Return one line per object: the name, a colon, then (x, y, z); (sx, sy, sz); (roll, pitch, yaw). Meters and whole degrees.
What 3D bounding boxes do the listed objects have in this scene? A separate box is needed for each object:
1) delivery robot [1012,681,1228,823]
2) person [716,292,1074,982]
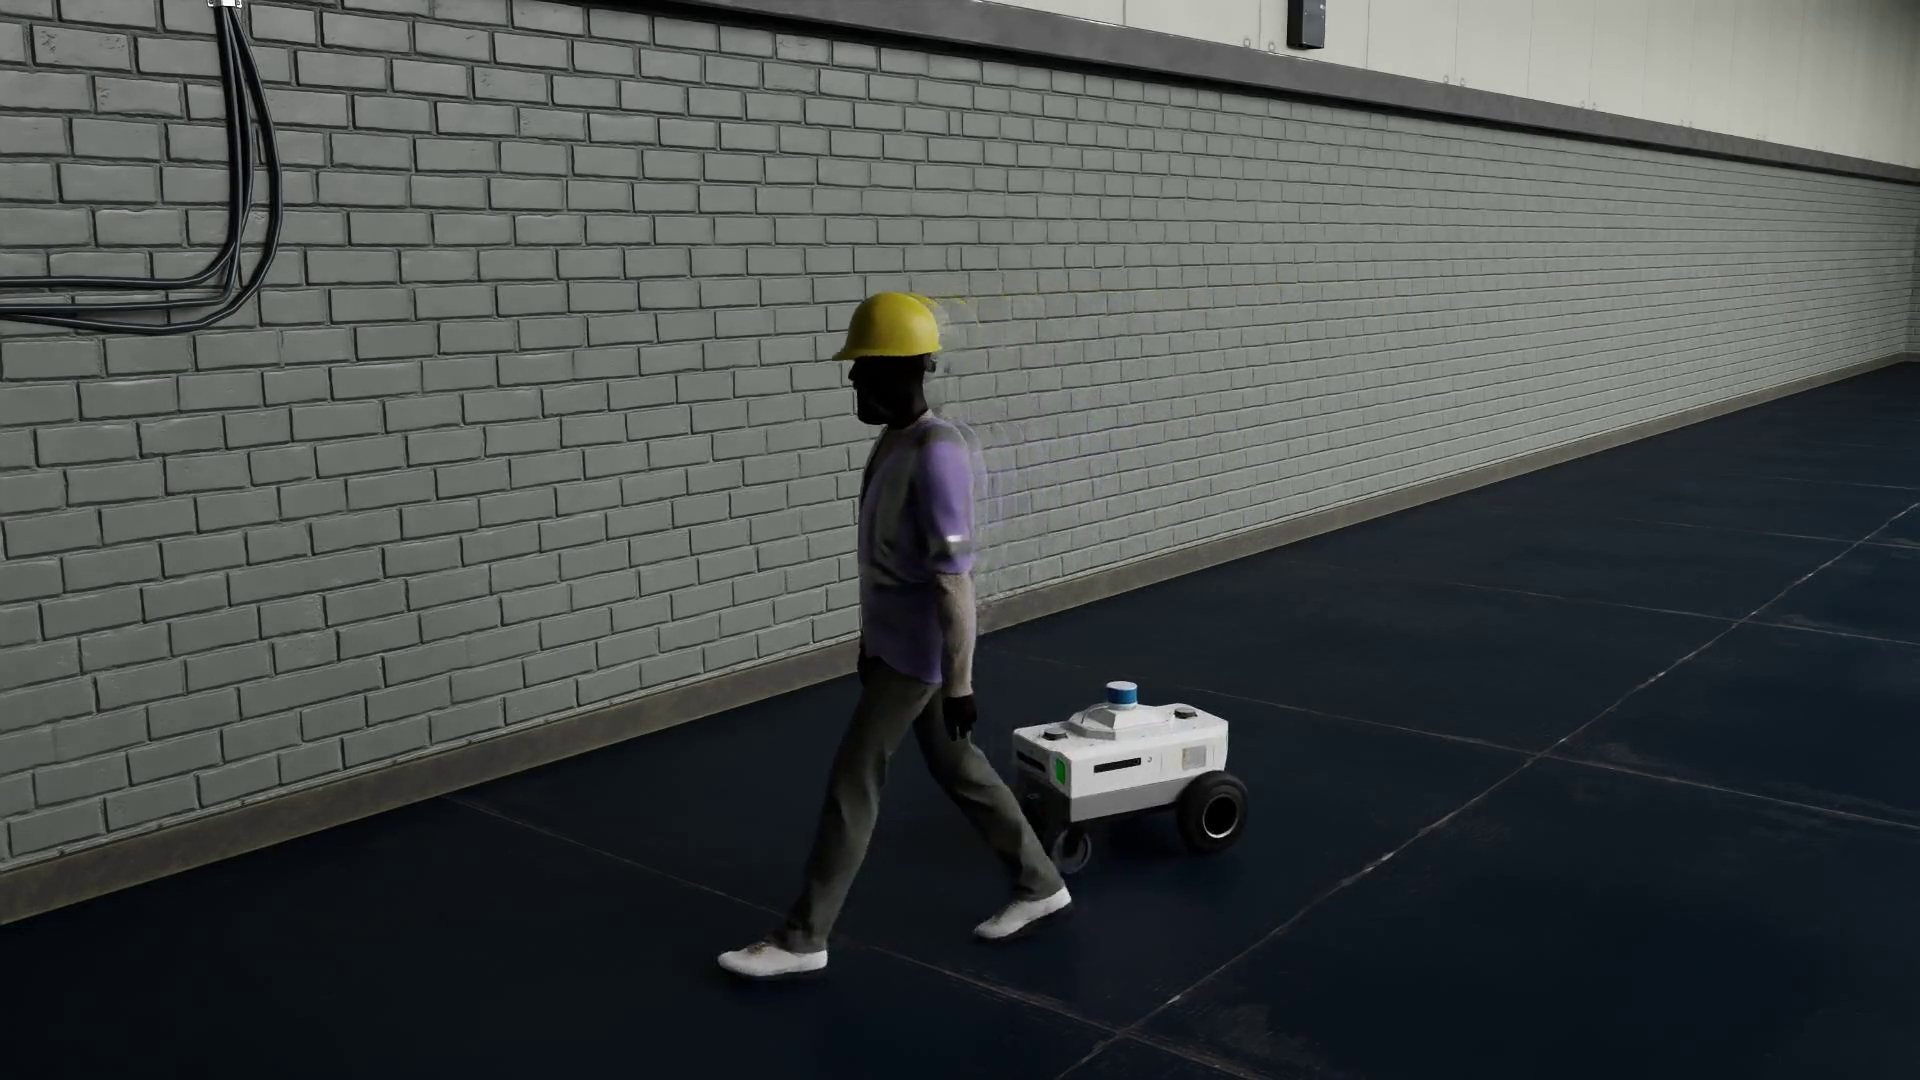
delivery robot: (0.533, 0.714, 5.531); (0.707, 0.478, 0.477); (-5, 12, -28)
person: (-0.138, 0.260, 4.567); (1.027, 1.874, 0.597); (-2, 10, -8)
